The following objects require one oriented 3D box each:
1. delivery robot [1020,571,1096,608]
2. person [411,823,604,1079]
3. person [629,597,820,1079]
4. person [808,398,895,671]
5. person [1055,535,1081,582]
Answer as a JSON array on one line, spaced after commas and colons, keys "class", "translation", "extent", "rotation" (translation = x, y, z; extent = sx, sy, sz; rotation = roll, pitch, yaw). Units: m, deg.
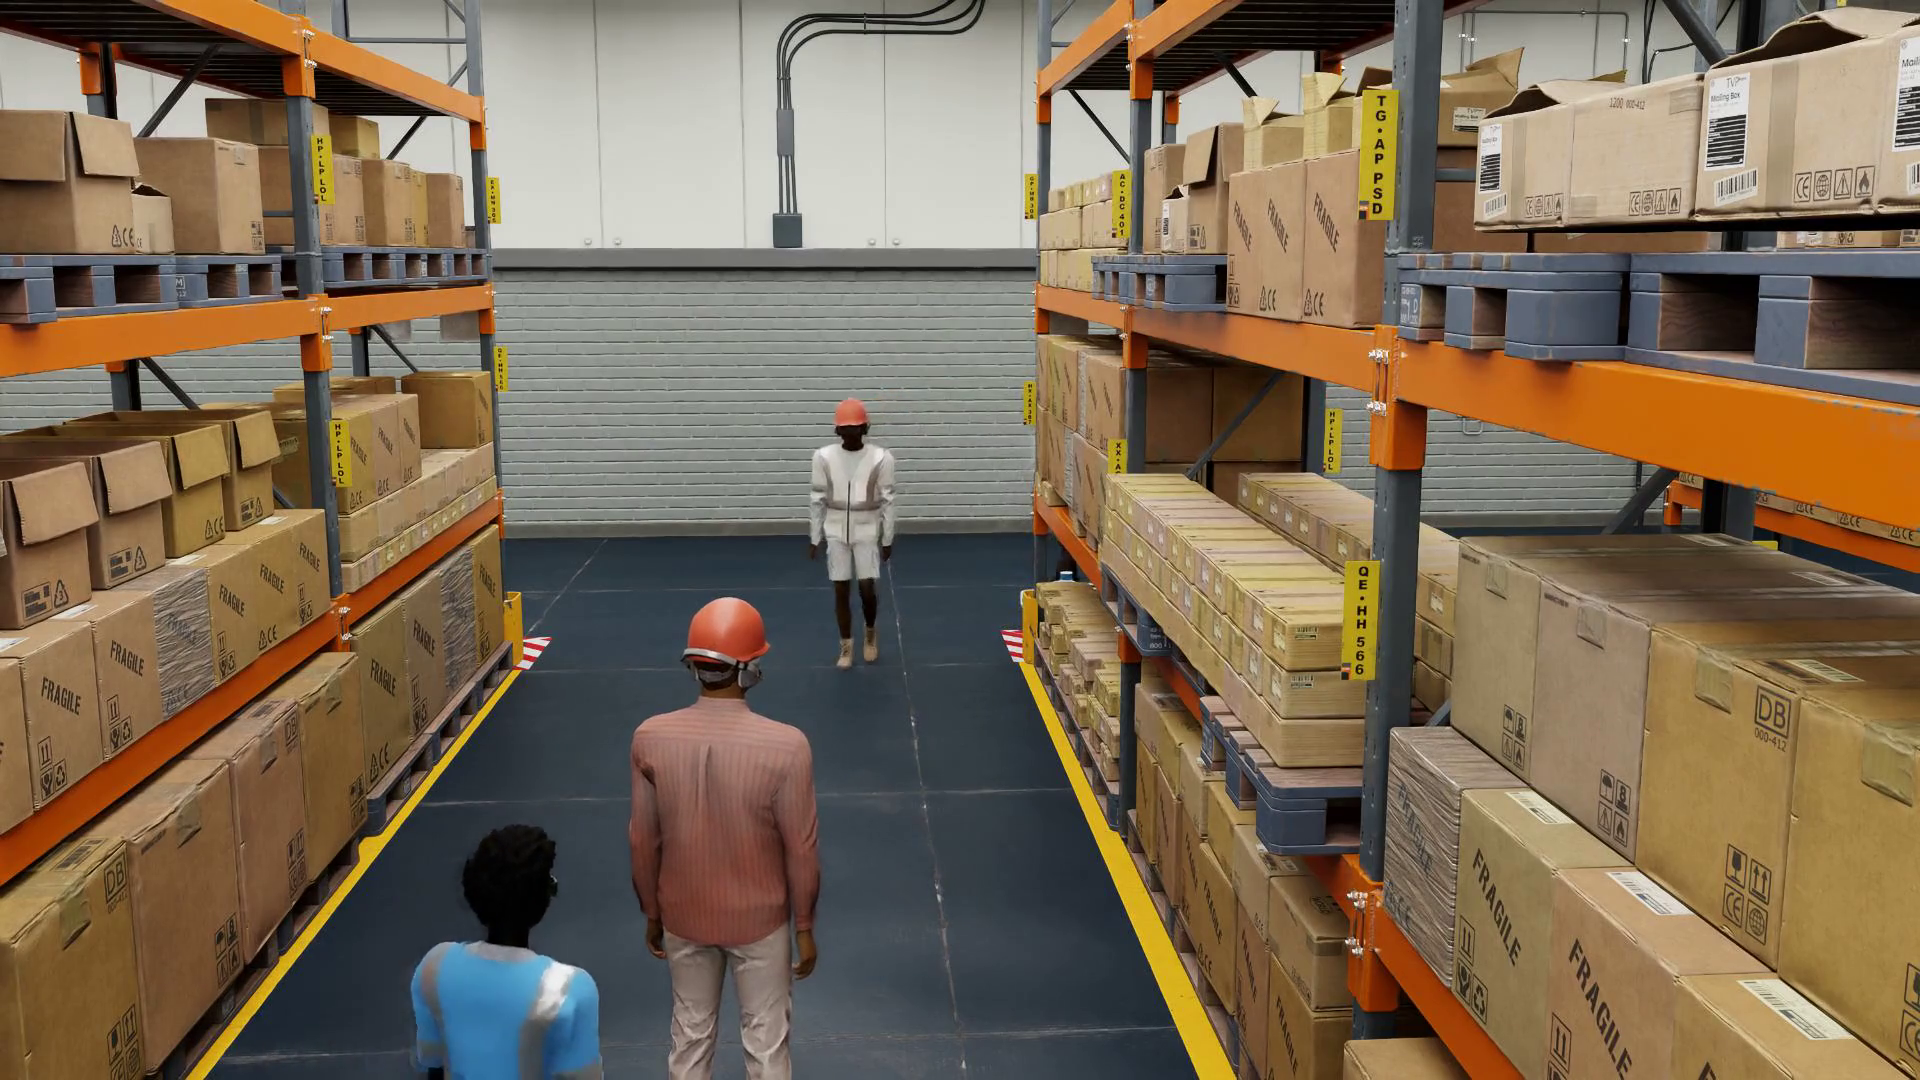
[{"class": "delivery robot", "translation": [0.836, 0.491, 13.144], "extent": [0.707, 0.478, 0.477], "rotation": [-5, 11, -28]}, {"class": "person", "translation": [-1.106, 1.526, 4.025], "extent": [0.538, 1.685, 0.570], "rotation": [4, 10, 21]}, {"class": "person", "translation": [-0.724, 1.164, 5.221], "extent": [0.612, 1.995, 0.393], "rotation": [2, 10, 14]}, {"class": "person", "translation": [-0.796, -0.033, 12.207], "extent": [0.622, 2.027, 0.441], "rotation": [1, 10, 7]}, {"class": "person", "translation": [0.960, -0.334, 14.311], "extent": [0.599, 1.915, 1.031], "rotation": [6, 11, 31]}]
